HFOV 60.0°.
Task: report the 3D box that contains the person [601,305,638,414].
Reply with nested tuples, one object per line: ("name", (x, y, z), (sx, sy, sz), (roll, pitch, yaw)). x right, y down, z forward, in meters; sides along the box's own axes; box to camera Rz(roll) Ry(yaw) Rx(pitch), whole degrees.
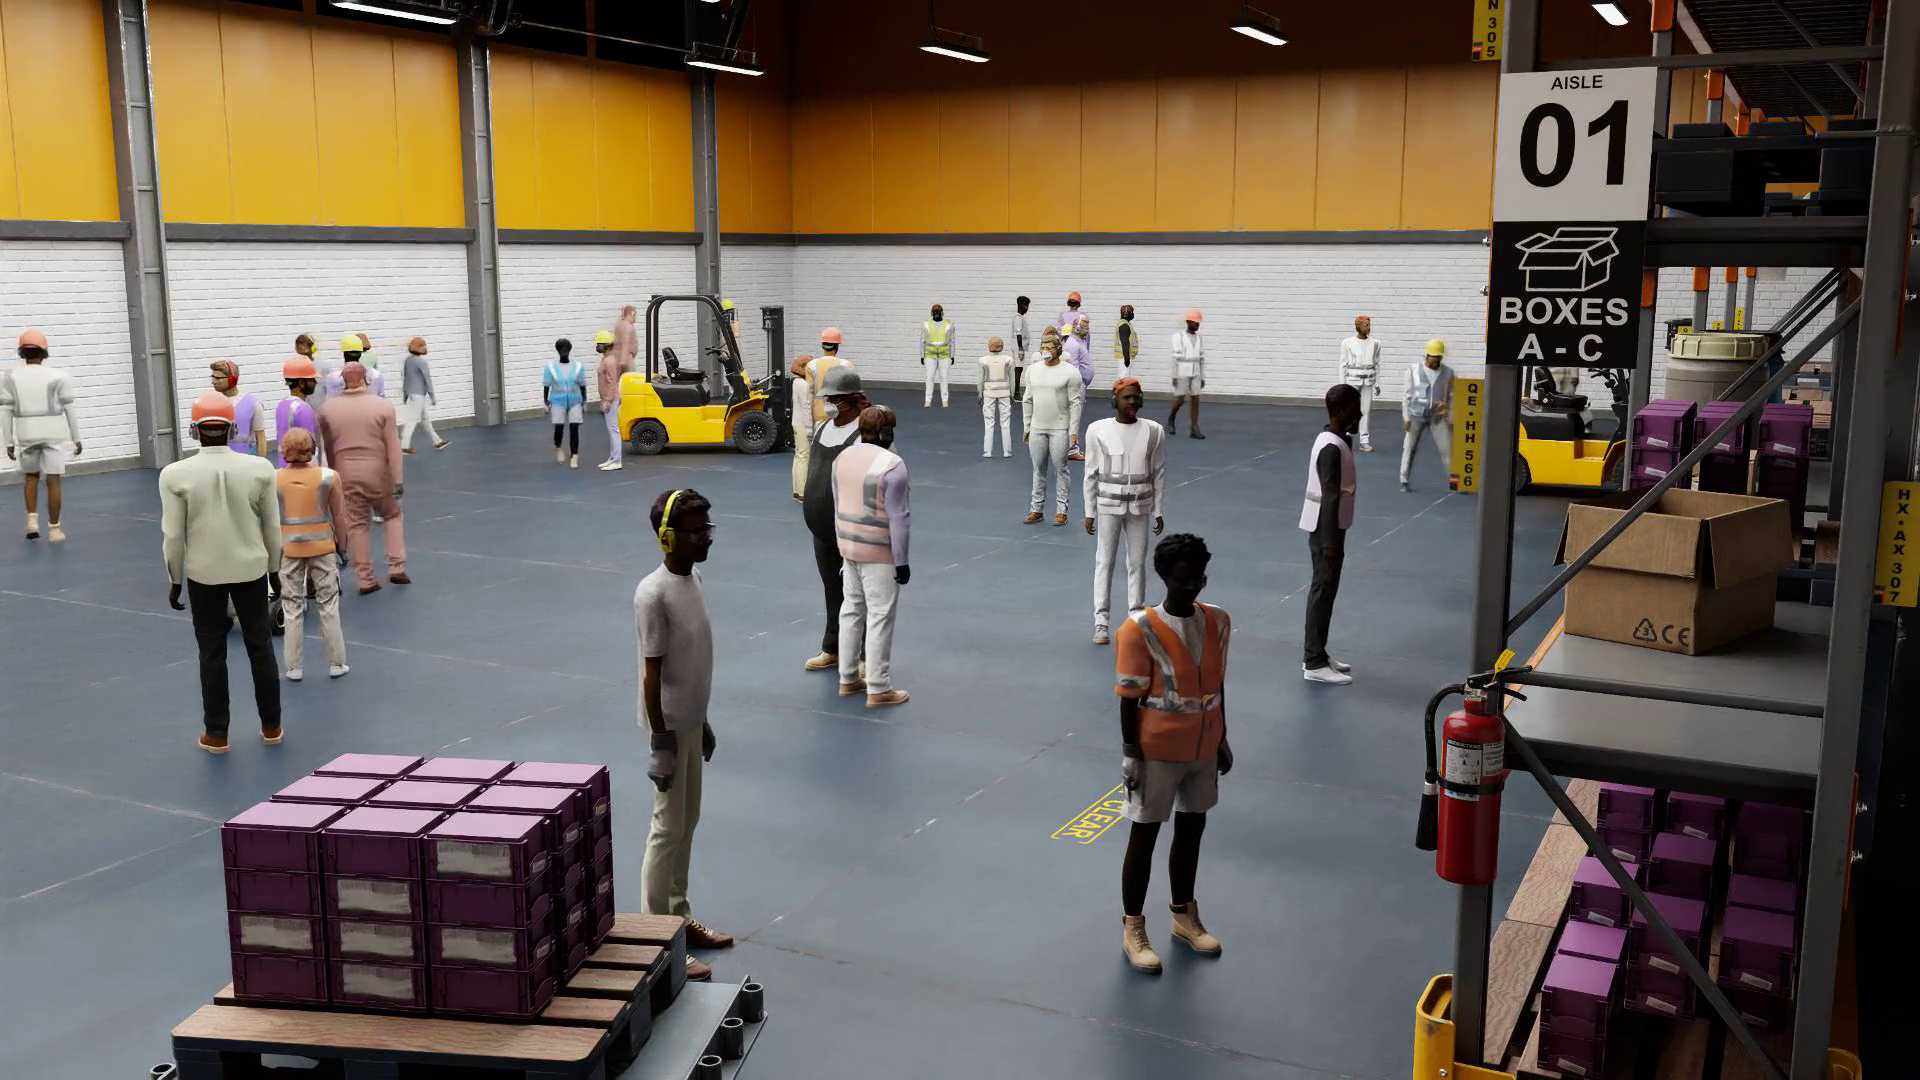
("person", (-5.647, -3.033, 28.187), (0.997, 1.855, 0.671), (-6, 11, -30))

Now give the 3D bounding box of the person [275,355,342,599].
("person", (-5.227, -0.501, 13.270), (0.371, 1.939, 0.543), (-9, 13, -41))

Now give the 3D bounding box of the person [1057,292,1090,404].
("person", (2.068, -3.483, 30.233), (0.608, 2.044, 0.377), (3, 10, 14))

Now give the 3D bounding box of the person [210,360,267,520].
("person", (-6.193, -0.622, 14.252), (0.564, 1.841, 0.395), (2, 10, 12))

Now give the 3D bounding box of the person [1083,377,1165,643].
("person", (1.156, -0.206, 11.719), (0.580, 1.884, 0.352), (-1, 10, -6))

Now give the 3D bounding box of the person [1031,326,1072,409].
("person", (1.133, -1.727, 20.636), (0.508, 1.847, 0.345), (0, 10, -1))

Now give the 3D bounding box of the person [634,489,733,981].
("person", (-1.066, 0.728, 6.369), (0.313, 1.864, 0.534), (2, 10, 9))

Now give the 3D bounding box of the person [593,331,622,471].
("person", (-4.466, -1.764, 21.078), (0.317, 1.769, 0.522), (-3, 10, -15))

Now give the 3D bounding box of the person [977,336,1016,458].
("person", (0.488, -1.907, 22.278), (0.514, 1.640, 0.309), (0, 10, -2))

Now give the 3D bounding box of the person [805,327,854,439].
("person", (-1.418, -1.366, 18.285), (0.552, 1.935, 0.374), (1, 10, 4))

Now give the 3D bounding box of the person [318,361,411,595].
("person", (-4.807, -0.507, 13.483), (0.662, 1.880, 0.549), (0, 10, -1))

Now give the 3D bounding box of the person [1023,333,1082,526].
("person", (0.917, -1.114, 16.819), (0.627, 1.940, 0.371), (5, 11, 26))

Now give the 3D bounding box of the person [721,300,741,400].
("person", (-4.085, -3.309, 29.582), (0.382, 1.919, 0.584), (-4, 11, -24))

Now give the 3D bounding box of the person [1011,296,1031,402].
("person", (1.120, -3.530, 30.744), (0.375, 1.959, 0.603), (0, 10, -1))

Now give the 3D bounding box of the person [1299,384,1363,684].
("person", (2.379, -0.051, 10.723), (0.379, 1.917, 0.591), (2, 10, 13))

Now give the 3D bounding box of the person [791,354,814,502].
("person", (-1.717, -1.232, 18.387), (0.278, 1.633, 0.507), (-3, 10, -18))

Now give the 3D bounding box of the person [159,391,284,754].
("person", (-4.056, 0.178, 9.174), (0.612, 1.995, 0.393), (-6, 12, -33))

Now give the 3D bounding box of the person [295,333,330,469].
("person", (-7.399, -1.466, 19.164), (0.533, 1.845, 0.619), (2, 10, 10))

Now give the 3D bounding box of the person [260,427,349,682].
("person", (-4.201, 0.096, 10.687), (0.523, 1.636, 0.310), (-3, 10, -19))

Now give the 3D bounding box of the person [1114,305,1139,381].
("person", (2.919, -3.202, 29.189), (0.429, 1.844, 0.625), (0, 10, 0))

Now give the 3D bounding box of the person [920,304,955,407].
("person", (-0.400, -3.275, 29.610), (0.634, 1.841, 0.429), (0, 10, 0))

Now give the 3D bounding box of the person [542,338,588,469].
("person", (-5.034, -1.747, 21.225), (0.560, 1.674, 0.407), (-3, 10, -19))

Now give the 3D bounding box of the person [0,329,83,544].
("person", (-8.687, -0.969, 15.744), (0.631, 2.027, 0.491), (-3, 10, -14))

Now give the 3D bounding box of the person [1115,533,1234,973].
("person", (0.831, 0.804, 6.409), (0.542, 1.698, 0.316), (-6, 11, -31))

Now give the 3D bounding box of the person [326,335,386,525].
("person", (-6.083, -1.101, 16.774), (0.589, 1.927, 0.388), (-9, 13, -41))

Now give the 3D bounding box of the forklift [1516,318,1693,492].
("forklift", (7.066, -1.601, 18.899), (2.313, 2.155, 1.214), (5, 11, 27))

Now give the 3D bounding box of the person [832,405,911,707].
("person", (-0.532, 0.091, 10.202), (0.431, 1.829, 0.644), (-8, 13, -39))

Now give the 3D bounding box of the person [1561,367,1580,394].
("person", (9.124, -2.498, 24.924), (0.401, 1.906, 0.650), (-1, 10, -4))

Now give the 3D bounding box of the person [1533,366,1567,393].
("person", (8.835, -2.429, 24.910), (0.602, 1.765, 0.968), (-8, 13, -39))

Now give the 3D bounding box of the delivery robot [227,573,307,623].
("delivery robot", (-5.092, 0.331, 12.162), (0.477, 0.478, 0.707), (1, 9, 6))

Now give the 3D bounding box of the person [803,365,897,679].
("person", (-0.759, -0.115, 10.740), (0.688, 2.000, 0.535), (10, 14, 44))

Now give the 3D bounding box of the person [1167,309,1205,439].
("person", (3.372, -2.456, 24.626), (0.599, 1.922, 0.625), (-5, 11, -26))

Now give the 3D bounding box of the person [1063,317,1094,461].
("person", (1.577, -2.013, 22.137), (0.408, 1.903, 0.638), (1, 10, 7))

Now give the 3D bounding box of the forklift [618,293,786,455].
("forklift", (-3.588, -2.317, 23.042), (2.313, 2.155, 1.214), (-1, 10, -5))

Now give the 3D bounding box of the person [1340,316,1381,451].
("person", (5.544, -2.162, 23.044), (0.584, 1.882, 0.345), (-1, 10, -8))

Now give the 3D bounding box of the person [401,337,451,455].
("person", (-7.361, -1.982, 22.817), (0.524, 1.585, 0.853), (9, 13, 42))

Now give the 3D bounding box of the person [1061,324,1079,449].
("person", (1.493, -2.120, 23.138), (0.524, 1.770, 0.315), (1, 10, 4))

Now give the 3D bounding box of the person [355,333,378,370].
("person", (-8.281, -2.052, 23.131), (0.279, 1.634, 0.499), (4, 10, 20))

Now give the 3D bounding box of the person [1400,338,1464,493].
("person", (5.420, -1.418, 19.038), (0.729, 1.796, 0.483), (1, 10, 4))
